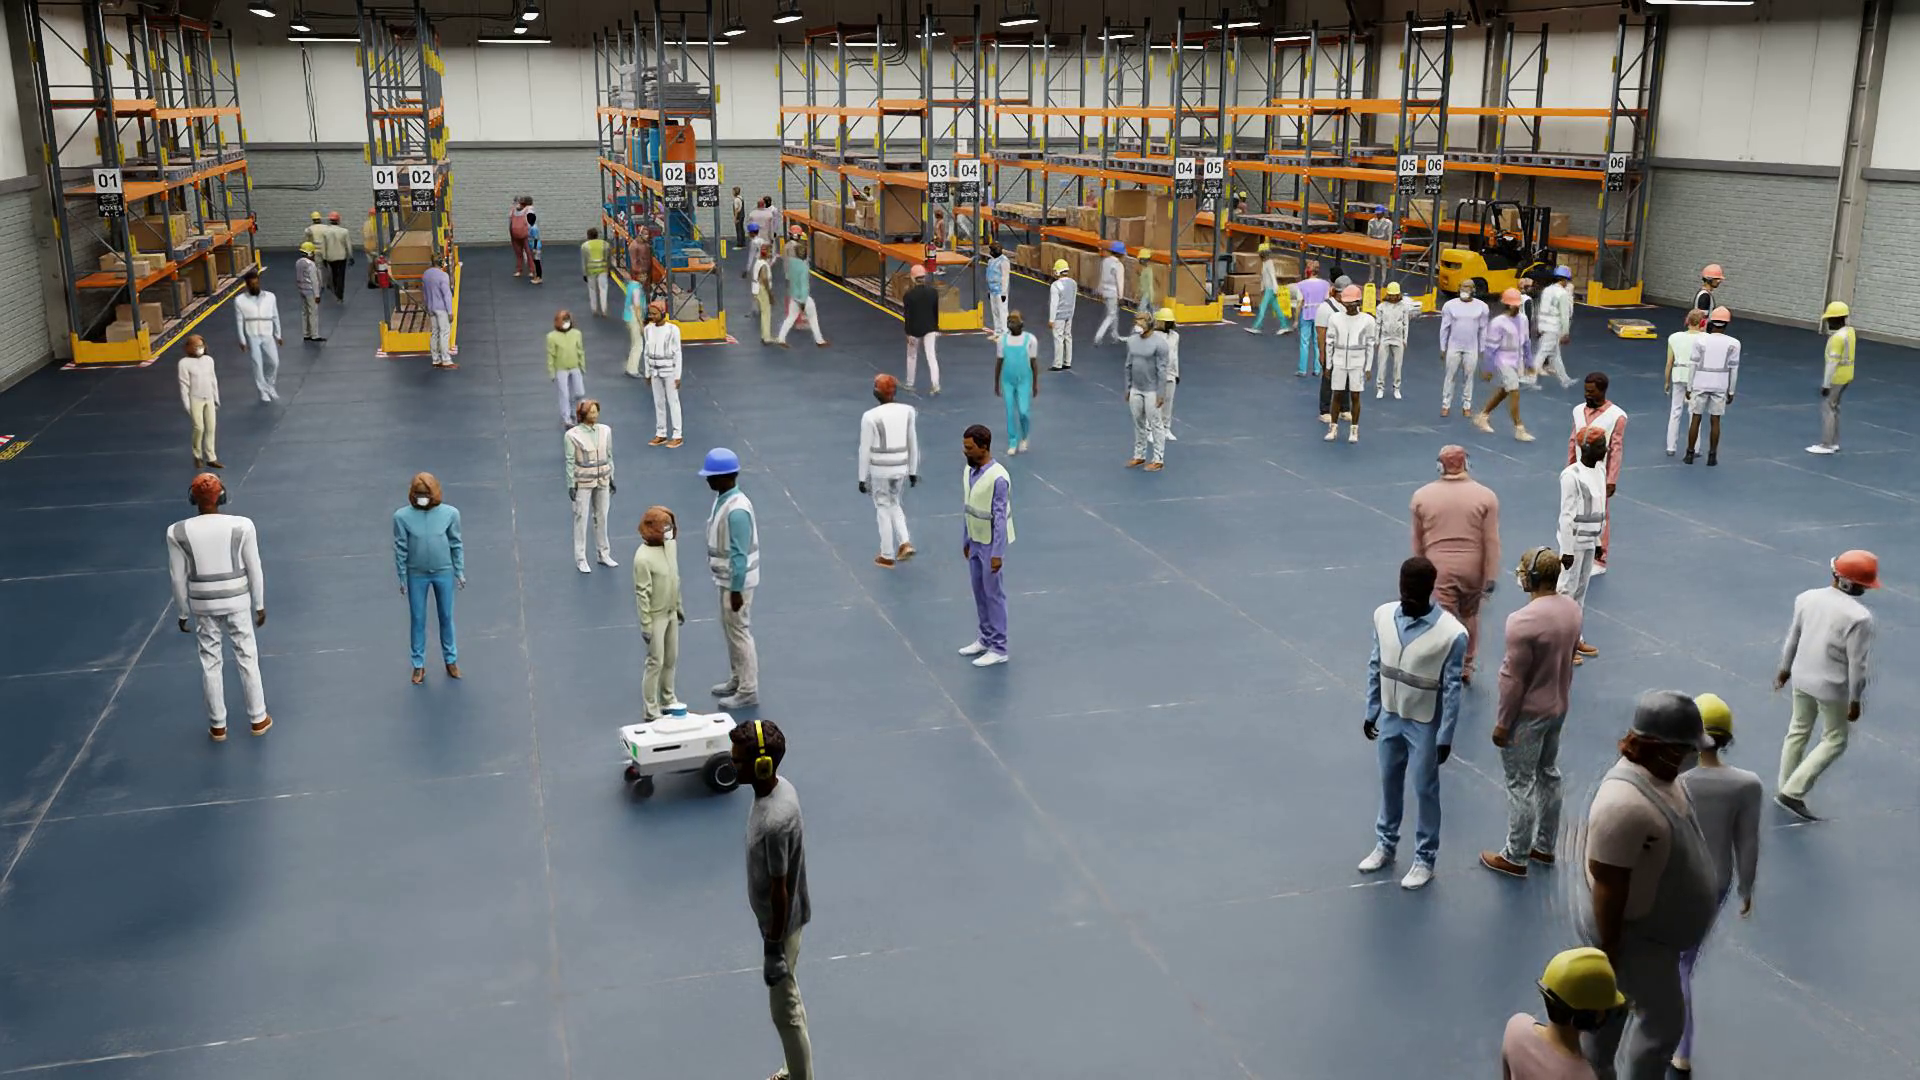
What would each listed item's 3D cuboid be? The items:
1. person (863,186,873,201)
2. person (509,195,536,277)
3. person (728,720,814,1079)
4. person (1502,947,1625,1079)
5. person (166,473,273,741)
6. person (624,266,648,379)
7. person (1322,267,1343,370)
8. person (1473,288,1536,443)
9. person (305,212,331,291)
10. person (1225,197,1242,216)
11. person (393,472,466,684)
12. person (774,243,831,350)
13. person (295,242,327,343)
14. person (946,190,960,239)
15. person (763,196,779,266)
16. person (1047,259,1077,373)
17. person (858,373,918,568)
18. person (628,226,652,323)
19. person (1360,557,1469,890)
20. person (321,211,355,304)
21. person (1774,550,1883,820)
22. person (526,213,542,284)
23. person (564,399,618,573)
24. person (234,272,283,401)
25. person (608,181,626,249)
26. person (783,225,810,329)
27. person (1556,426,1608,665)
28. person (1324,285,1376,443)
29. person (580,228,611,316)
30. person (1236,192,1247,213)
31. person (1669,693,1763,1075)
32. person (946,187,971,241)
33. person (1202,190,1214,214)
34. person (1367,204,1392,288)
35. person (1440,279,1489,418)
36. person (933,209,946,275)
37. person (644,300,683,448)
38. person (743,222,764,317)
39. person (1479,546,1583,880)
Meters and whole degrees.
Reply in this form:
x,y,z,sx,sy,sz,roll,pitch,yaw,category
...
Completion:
x,y,z,sx,sy,sz,roll,pitch,yaw,category
-2.710,-9.527,49.148,0.499,1.860,0.335,12,19,38,person
-10.933,-7.577,41.450,0.682,2.000,0.535,3,15,13,person
-0.798,1.643,7.114,0.328,1.861,0.507,-3,15,-10,person
1.933,2.137,5.442,0.345,1.756,0.518,-4,15,-16,person
-5.109,0.464,11.496,0.576,1.882,0.362,-5,16,-18,person
-5.124,-3.456,26.391,0.452,1.805,0.630,-3,15,-11,person
6.131,-3.624,27.226,0.316,1.698,0.541,8,17,28,person
7.161,-2.317,21.744,0.618,1.991,1.013,-11,19,-36,person
-14.843,-6.687,38.570,0.616,1.798,0.768,-6,16,-21,person
7.608,-8.723,46.430,0.541,1.682,0.518,-4,15,-15,person
-4.030,0.277,12.675,0.499,1.633,0.288,-6,16,-21,person
-2.840,-4.302,29.422,1.029,1.890,0.627,-11,19,-36,person
-11.860,-4.516,30.361,0.590,1.823,0.404,12,19,39,person
-0.185,-10.329,52.602,0.500,1.627,0.279,2,15,6,person
-5.105,-8.210,44.213,0.629,1.843,0.429,11,19,36,person
1.636,-3.634,27.010,0.404,1.833,0.590,13,19,39,person
-0.690,-0.642,15.675,0.602,1.870,0.414,-11,18,-35,person
-6.306,-5.279,33.094,0.401,1.893,0.654,5,16,19,person
2.562,1.008,9.393,0.391,1.912,0.590,-12,19,-39,person
-13.546,-6.177,36.327,0.628,1.961,0.838,0,15,1,person
5.289,0.871,10.266,0.422,1.728,0.701,-4,15,-15,person
-10.233,-7.012,39.987,0.321,1.694,0.529,-5,16,-18,person
-3.471,-0.519,15.662,0.306,1.637,0.524,14,20,42,person
-10.266,-2.978,24.398,0.632,1.901,0.493,-11,18,-35,person
-10.047,-9.559,48.996,0.611,1.995,0.381,0,15,1,person
-3.185,-5.070,32.123,0.393,1.985,0.611,-11,18,-35,person
4.904,0.029,13.128,0.355,1.885,0.575,14,20,42,person
5.014,-2.263,21.447,0.609,2.043,0.397,7,16,23,person
-7.444,-5.491,34.085,0.627,1.800,0.972,-5,16,-17,person
8.051,-9.082,47.655,0.327,1.760,0.524,-10,18,-32,person
3.388,1.539,7.756,0.542,1.712,0.903,2,15,8,person
-0.068,-10.240,51.927,0.839,1.818,0.628,-6,16,-20,person
7.153,-9.336,48.265,0.378,1.936,0.548,7,16,25,person
9.848,-6.908,39.123,0.604,1.941,0.405,10,18,33,person
7.007,-2.672,23.191,0.635,1.936,0.354,4,15,13,person
-0.506,-7.523,42.022,0.314,1.636,0.515,-5,16,-17,person
-3.784,-2.119,21.230,0.583,1.878,0.343,8,17,28,person
-4.164,-5.492,33.842,0.490,1.924,0.654,1,15,5,person
3.269,0.981,9.471,0.623,1.932,0.371,-12,19,-39,person
